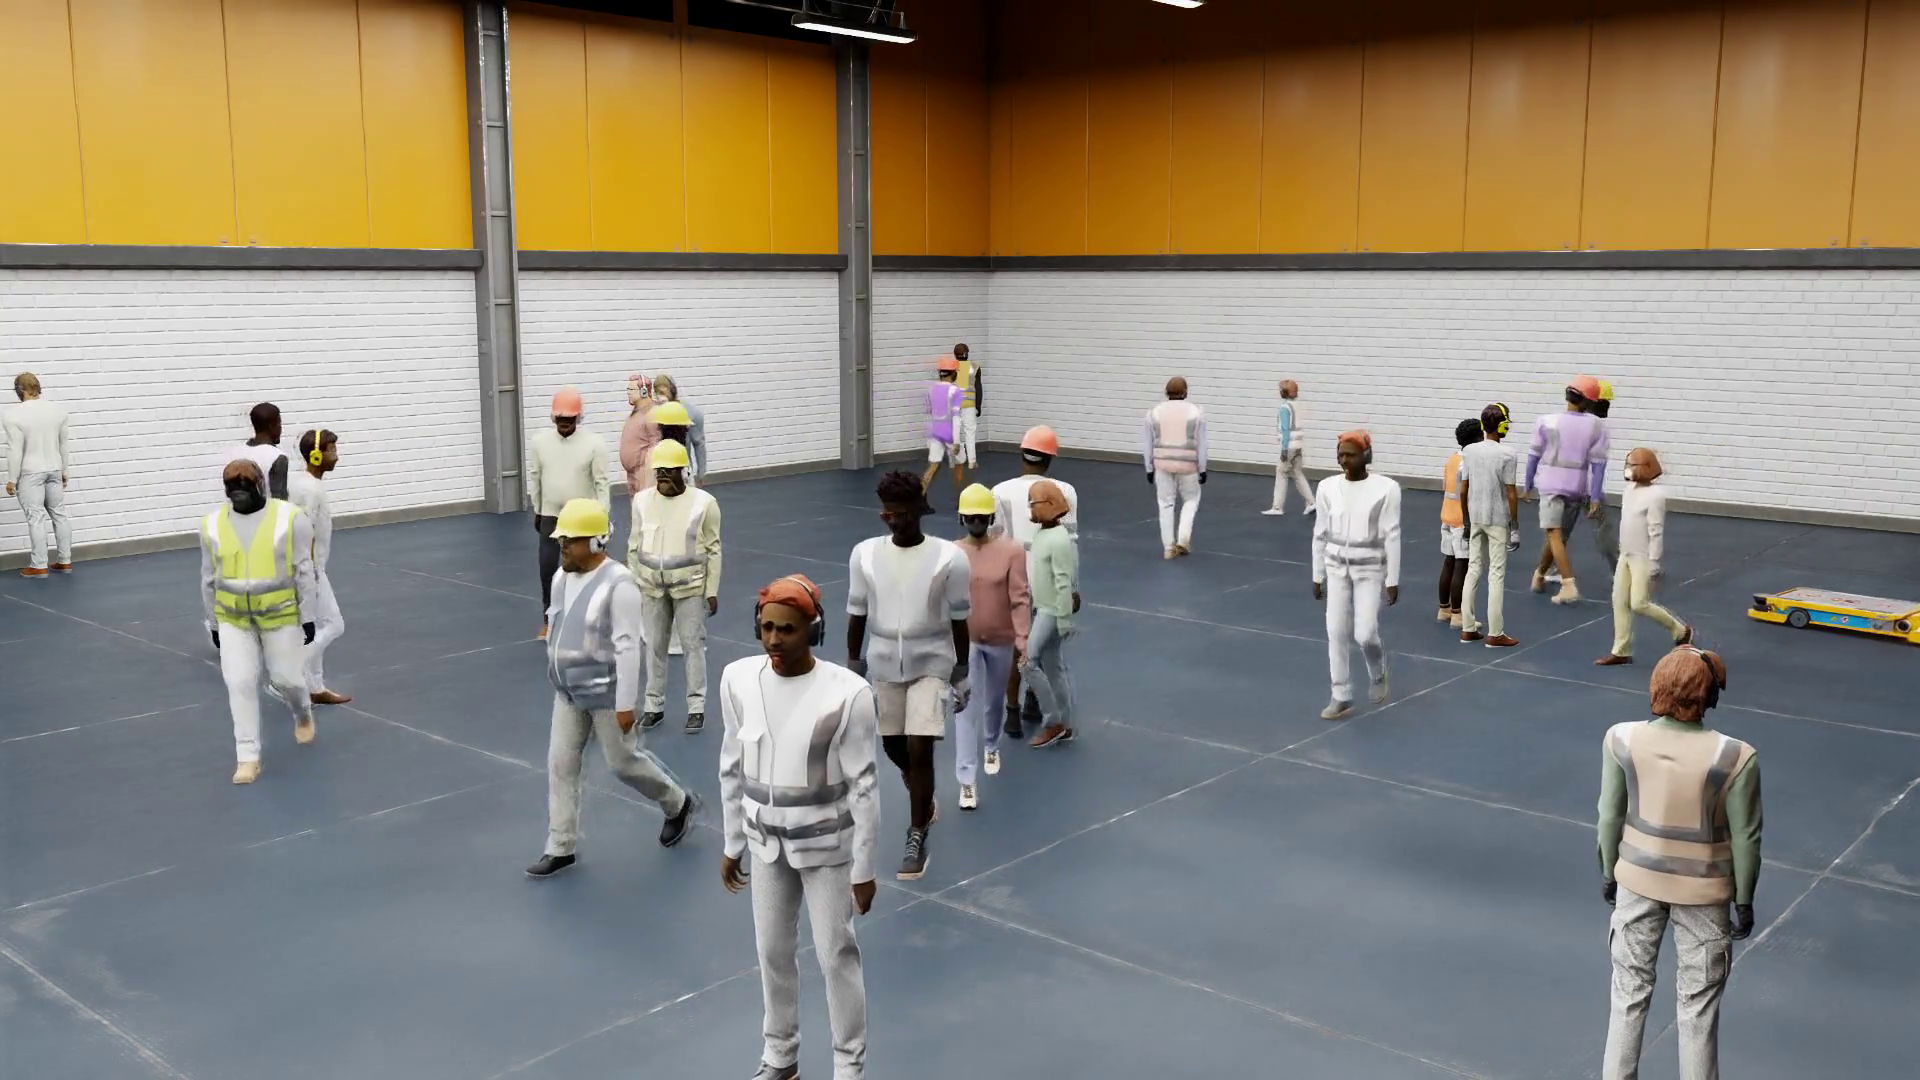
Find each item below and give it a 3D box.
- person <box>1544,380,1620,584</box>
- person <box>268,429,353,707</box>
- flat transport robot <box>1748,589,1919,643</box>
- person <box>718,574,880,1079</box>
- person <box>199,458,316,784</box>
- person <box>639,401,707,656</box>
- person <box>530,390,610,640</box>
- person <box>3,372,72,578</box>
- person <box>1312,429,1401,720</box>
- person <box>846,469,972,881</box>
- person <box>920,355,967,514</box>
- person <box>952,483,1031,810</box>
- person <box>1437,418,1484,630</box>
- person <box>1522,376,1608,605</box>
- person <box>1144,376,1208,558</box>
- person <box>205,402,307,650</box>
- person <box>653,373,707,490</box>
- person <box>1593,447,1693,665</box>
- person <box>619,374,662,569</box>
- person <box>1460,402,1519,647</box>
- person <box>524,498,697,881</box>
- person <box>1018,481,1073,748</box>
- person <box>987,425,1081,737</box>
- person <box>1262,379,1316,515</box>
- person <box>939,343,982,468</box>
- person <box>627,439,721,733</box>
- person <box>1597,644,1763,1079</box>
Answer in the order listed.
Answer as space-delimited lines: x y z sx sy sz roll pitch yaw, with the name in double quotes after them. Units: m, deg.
5.818 -0.518 15.209 0.984 1.873 0.607 -2 9 -11 "person"
-4.222 0.202 10.799 0.439 1.848 0.570 -5 10 -30 "person"
7.171 0.588 13.302 0.652 0.197 1.431 -8 12 -41 "flat transport robot"
-0.533 1.032 5.536 0.589 1.873 0.374 5 10 27 "person"
-3.980 0.424 9.495 0.634 1.818 0.722 -1 9 -8 "person"
-2.150 -0.064 12.240 0.512 1.915 0.603 -5 10 -28 "person"
-3.023 -0.183 12.849 0.642 1.953 0.749 0 9 0 "person"
-8.656 -0.609 15.616 0.371 1.935 0.627 4 10 25 "person"
2.542 0.217 10.644 0.594 1.862 0.493 7 11 37 "person"
-0.230 0.594 8.113 0.615 1.936 0.870 2 9 13 "person"
-0.187 -1.251 19.798 0.559 1.895 0.976 8 12 41 "person"
0.118 0.533 9.132 0.527 1.721 0.937 0 9 -1 "person"
4.048 -0.136 13.379 0.318 1.698 0.539 -1 9 -4 "person"
5.258 -0.437 14.461 0.609 1.965 0.980 0 9 -2 "person"
2.157 -0.718 16.618 0.650 1.832 0.447 3 10 18 "person"
-5.266 -0.088 12.496 0.599 1.894 0.817 6 11 34 "person"
-2.752 -0.646 15.934 0.657 1.907 0.655 -1 9 -9 "person"
4.948 0.134 11.961 0.593 1.616 0.500 -1 9 -5 "person"
-2.997 -0.603 15.667 0.410 1.909 0.643 -6 11 -31 "person"
4.057 -0.115 12.714 0.328 1.872 0.513 -7 11 -37 "person"
-1.689 0.679 7.968 0.600 1.803 0.856 8 12 40 "person"
0.507 0.449 9.978 0.450 1.619 0.511 -1 9 -7 "person"
0.414 0.243 10.345 0.694 1.901 0.667 1 9 7 "person"
3.913 -1.080 19.624 0.520 1.652 0.527 5 10 30 "person"
0.016 -1.962 24.413 0.625 1.839 0.430 1 9 6 "person"
-1.778 0.287 10.302 0.587 1.835 0.404 1 9 9 "person"
2.344 1.156 5.457 0.511 1.641 0.308 7 12 39 "person"
